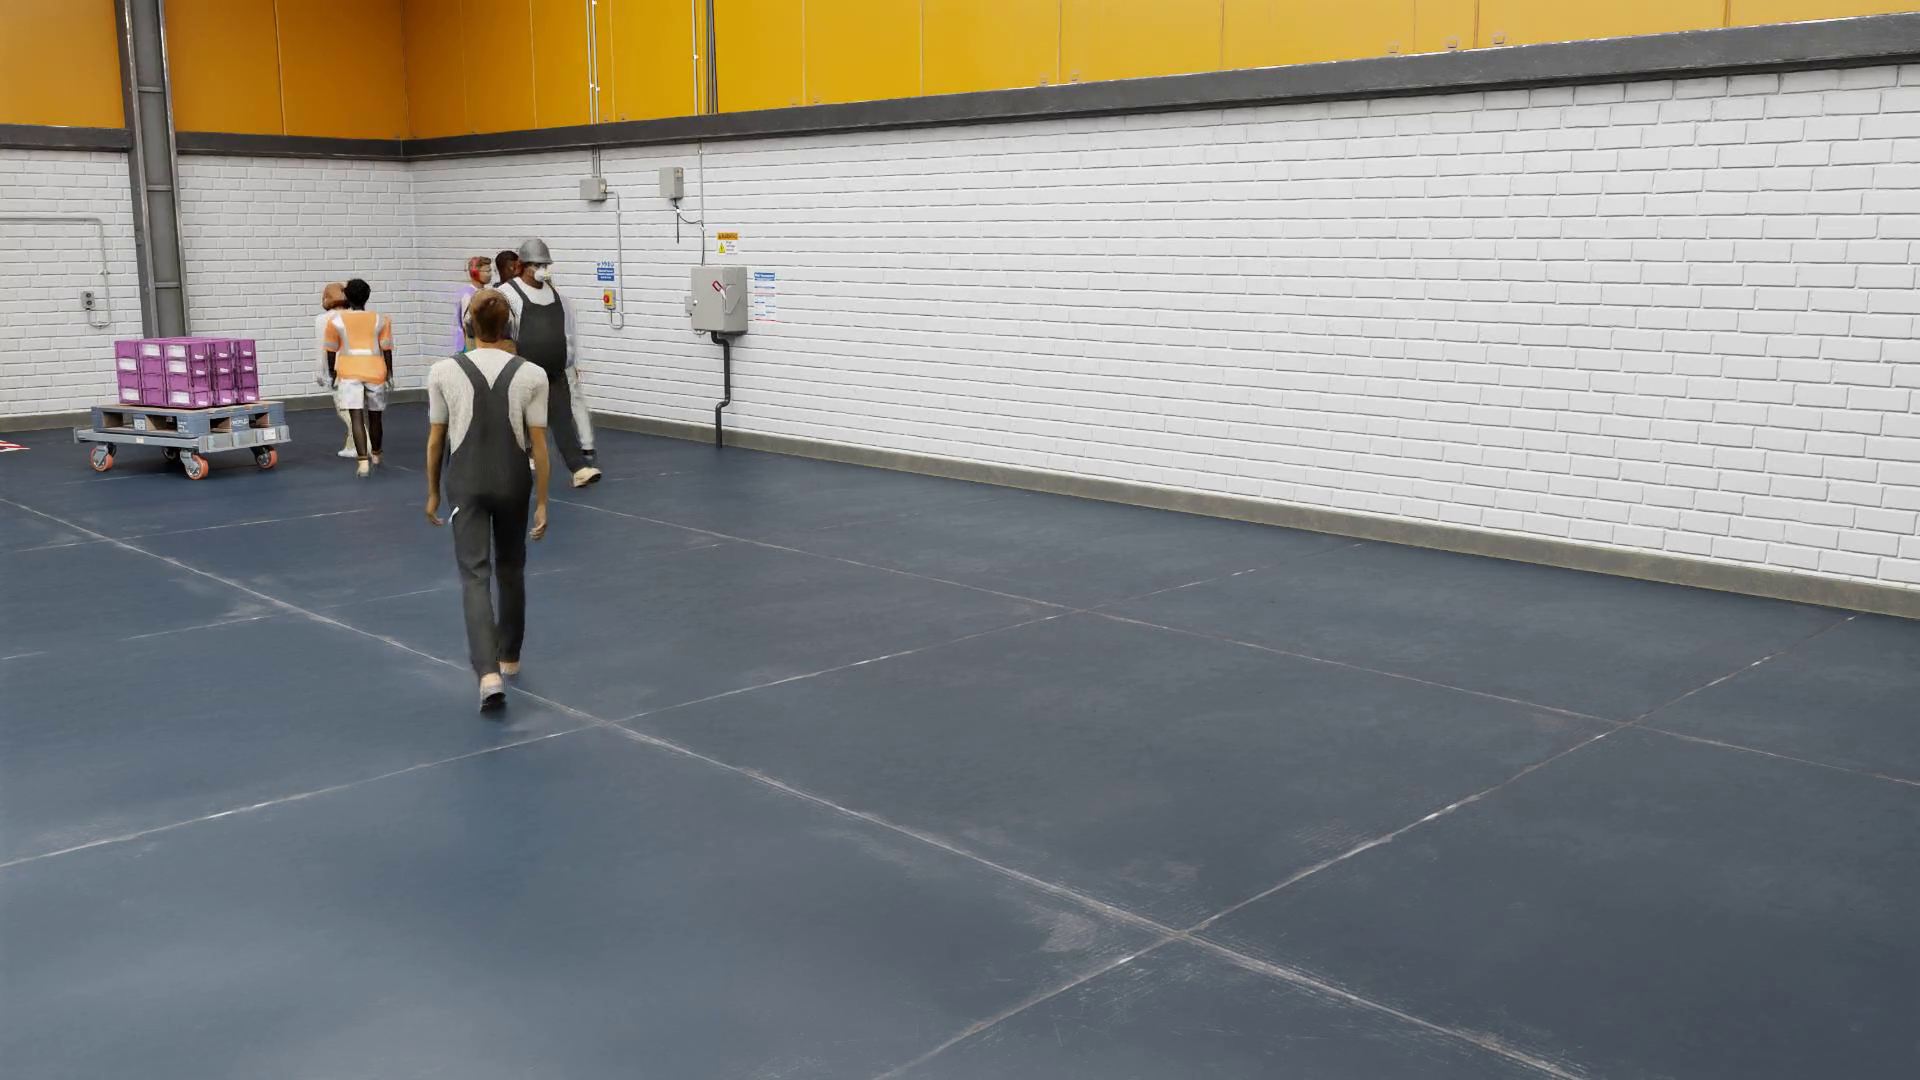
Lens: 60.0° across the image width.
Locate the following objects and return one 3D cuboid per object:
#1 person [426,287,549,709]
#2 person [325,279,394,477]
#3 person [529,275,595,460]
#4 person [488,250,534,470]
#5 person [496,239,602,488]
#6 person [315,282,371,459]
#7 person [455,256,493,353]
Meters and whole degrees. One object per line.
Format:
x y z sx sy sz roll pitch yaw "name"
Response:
-2.048 -0.194 7.263 0.531 1.811 0.935 -4 11 -19 "person"
-5.108 -1.393 14.182 0.545 1.642 0.872 -5 12 -26 "person"
-3.737 -1.594 15.050 0.985 1.743 0.606 7 13 34 "person"
-3.936 -1.545 14.373 0.616 1.904 0.598 7 12 33 "person"
-3.342 -1.407 13.218 1.014 2.000 0.690 8 13 39 "person"
-5.485 -1.514 14.969 0.663 1.606 0.504 7 12 33 "person"
-4.643 -1.802 15.945 0.529 1.825 0.584 0 10 2 "person"
